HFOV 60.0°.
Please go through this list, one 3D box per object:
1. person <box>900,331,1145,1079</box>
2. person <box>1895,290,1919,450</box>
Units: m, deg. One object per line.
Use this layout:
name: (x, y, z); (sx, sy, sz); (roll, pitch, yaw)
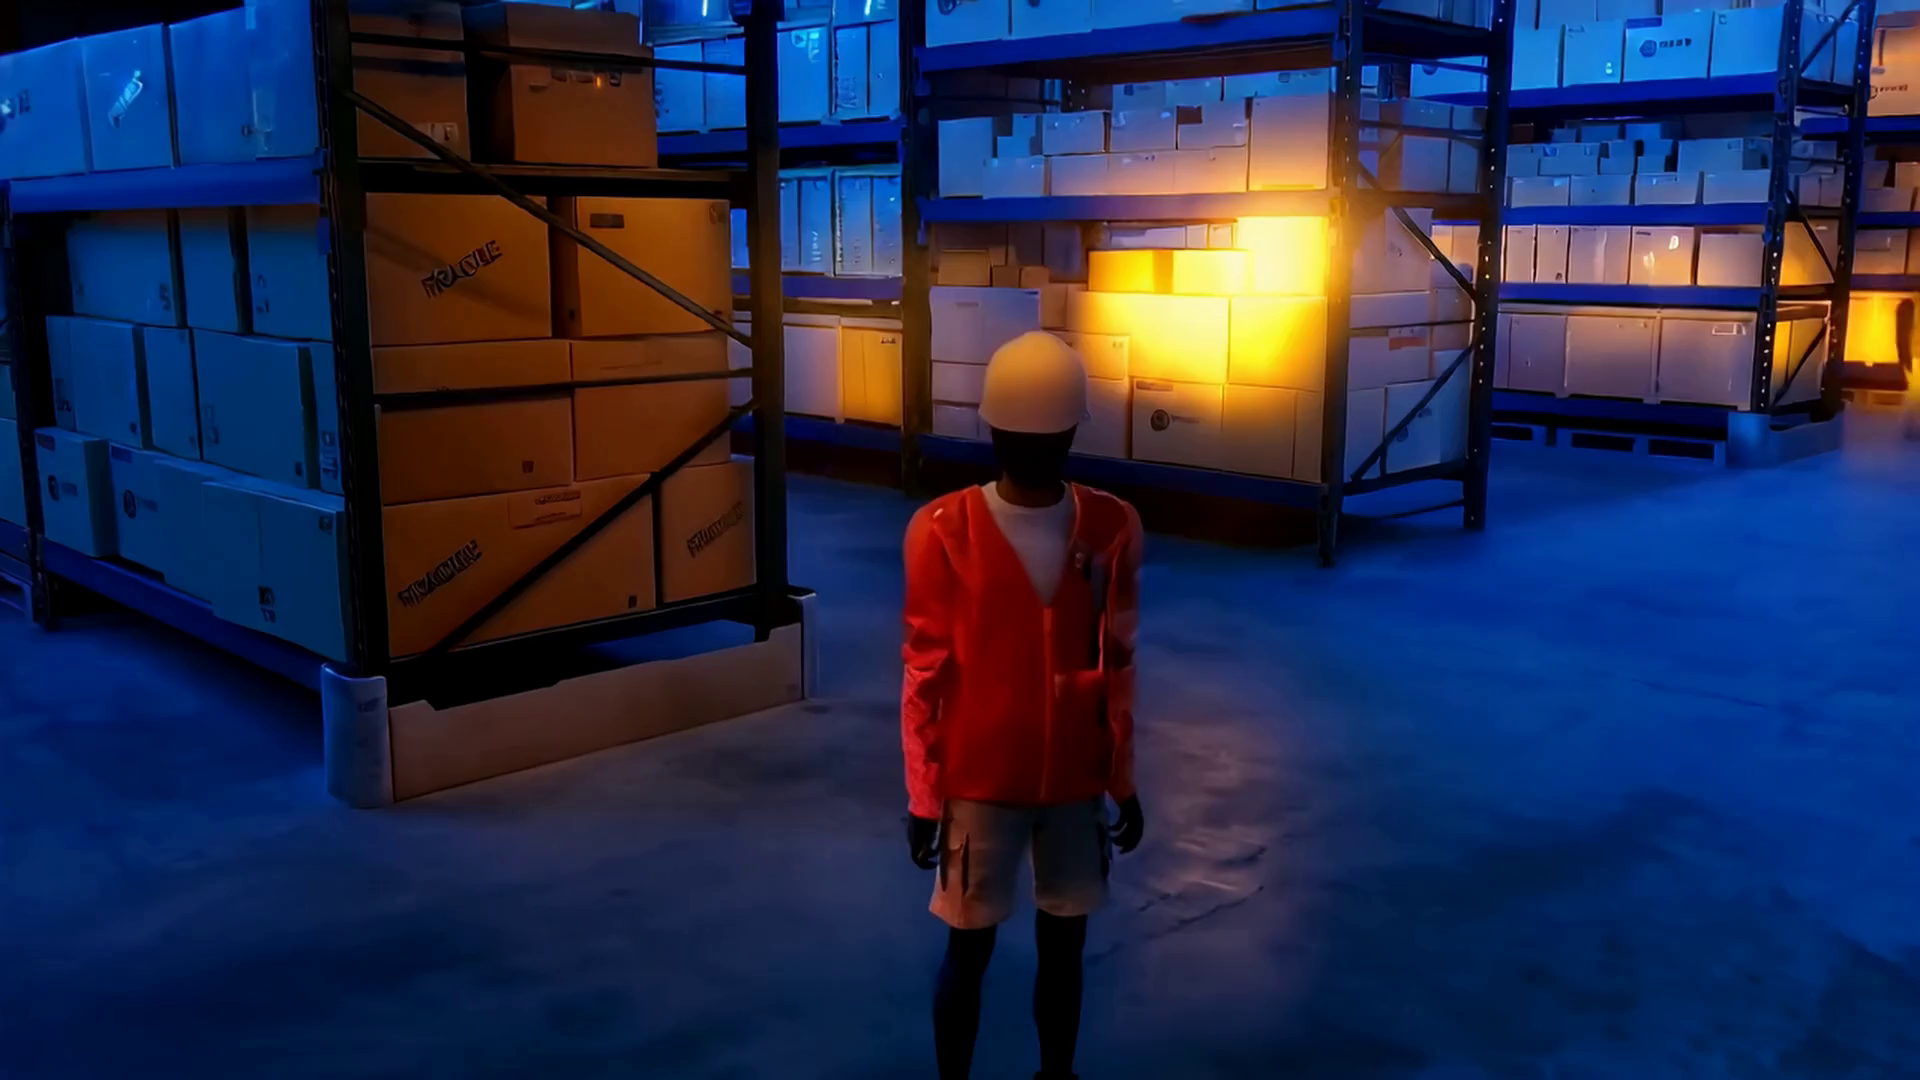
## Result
person: (0.151, 0.517, 3.612); (0.551, 1.933, 0.369); (-3, 11, -16)
person: (9.556, -1.777, 16.464); (0.654, 1.814, 0.501); (-2, 11, -13)
